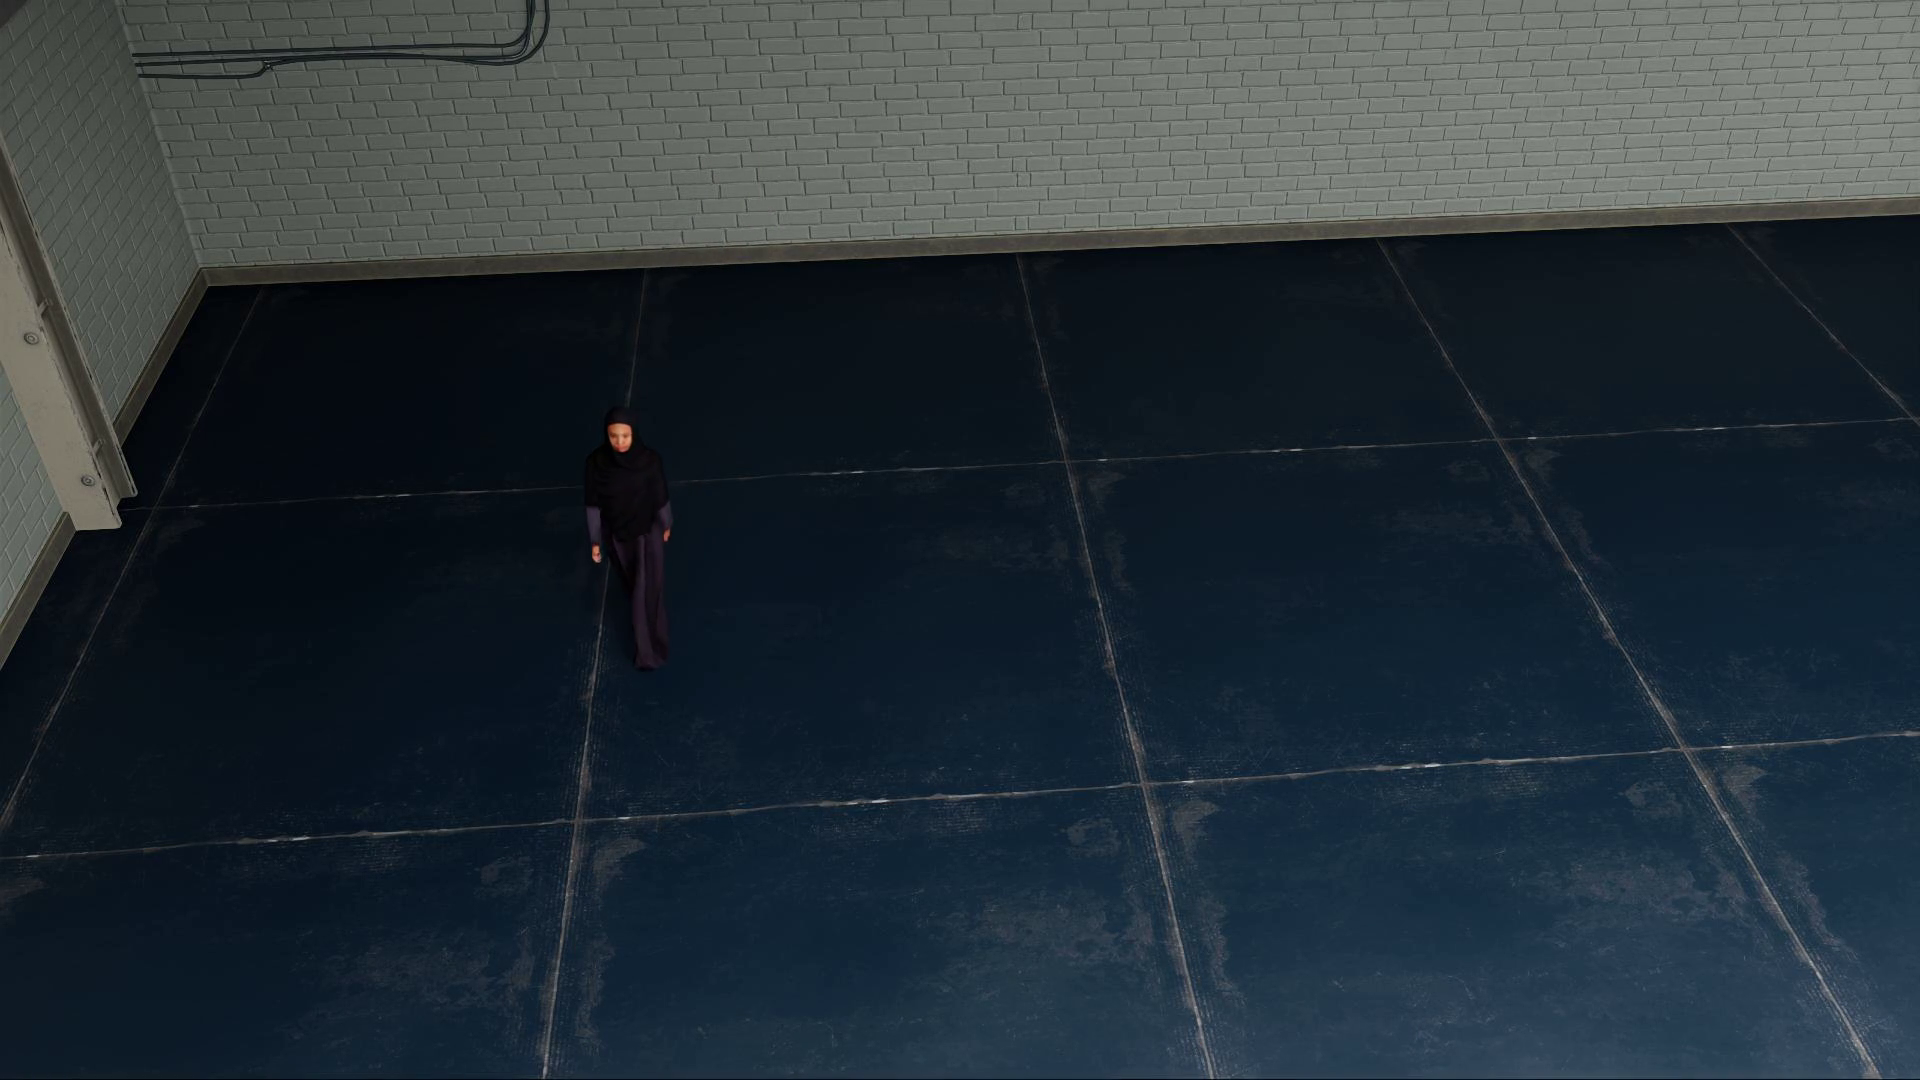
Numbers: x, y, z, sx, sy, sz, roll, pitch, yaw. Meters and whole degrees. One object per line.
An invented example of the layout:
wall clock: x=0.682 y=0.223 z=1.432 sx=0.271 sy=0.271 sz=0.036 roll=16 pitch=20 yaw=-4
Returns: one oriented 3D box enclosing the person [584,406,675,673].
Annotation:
person: x=-1.855 y=-0.121 z=9.430 sx=0.675 sy=1.609 sz=1.113 roll=1 pitch=38 yaw=1
